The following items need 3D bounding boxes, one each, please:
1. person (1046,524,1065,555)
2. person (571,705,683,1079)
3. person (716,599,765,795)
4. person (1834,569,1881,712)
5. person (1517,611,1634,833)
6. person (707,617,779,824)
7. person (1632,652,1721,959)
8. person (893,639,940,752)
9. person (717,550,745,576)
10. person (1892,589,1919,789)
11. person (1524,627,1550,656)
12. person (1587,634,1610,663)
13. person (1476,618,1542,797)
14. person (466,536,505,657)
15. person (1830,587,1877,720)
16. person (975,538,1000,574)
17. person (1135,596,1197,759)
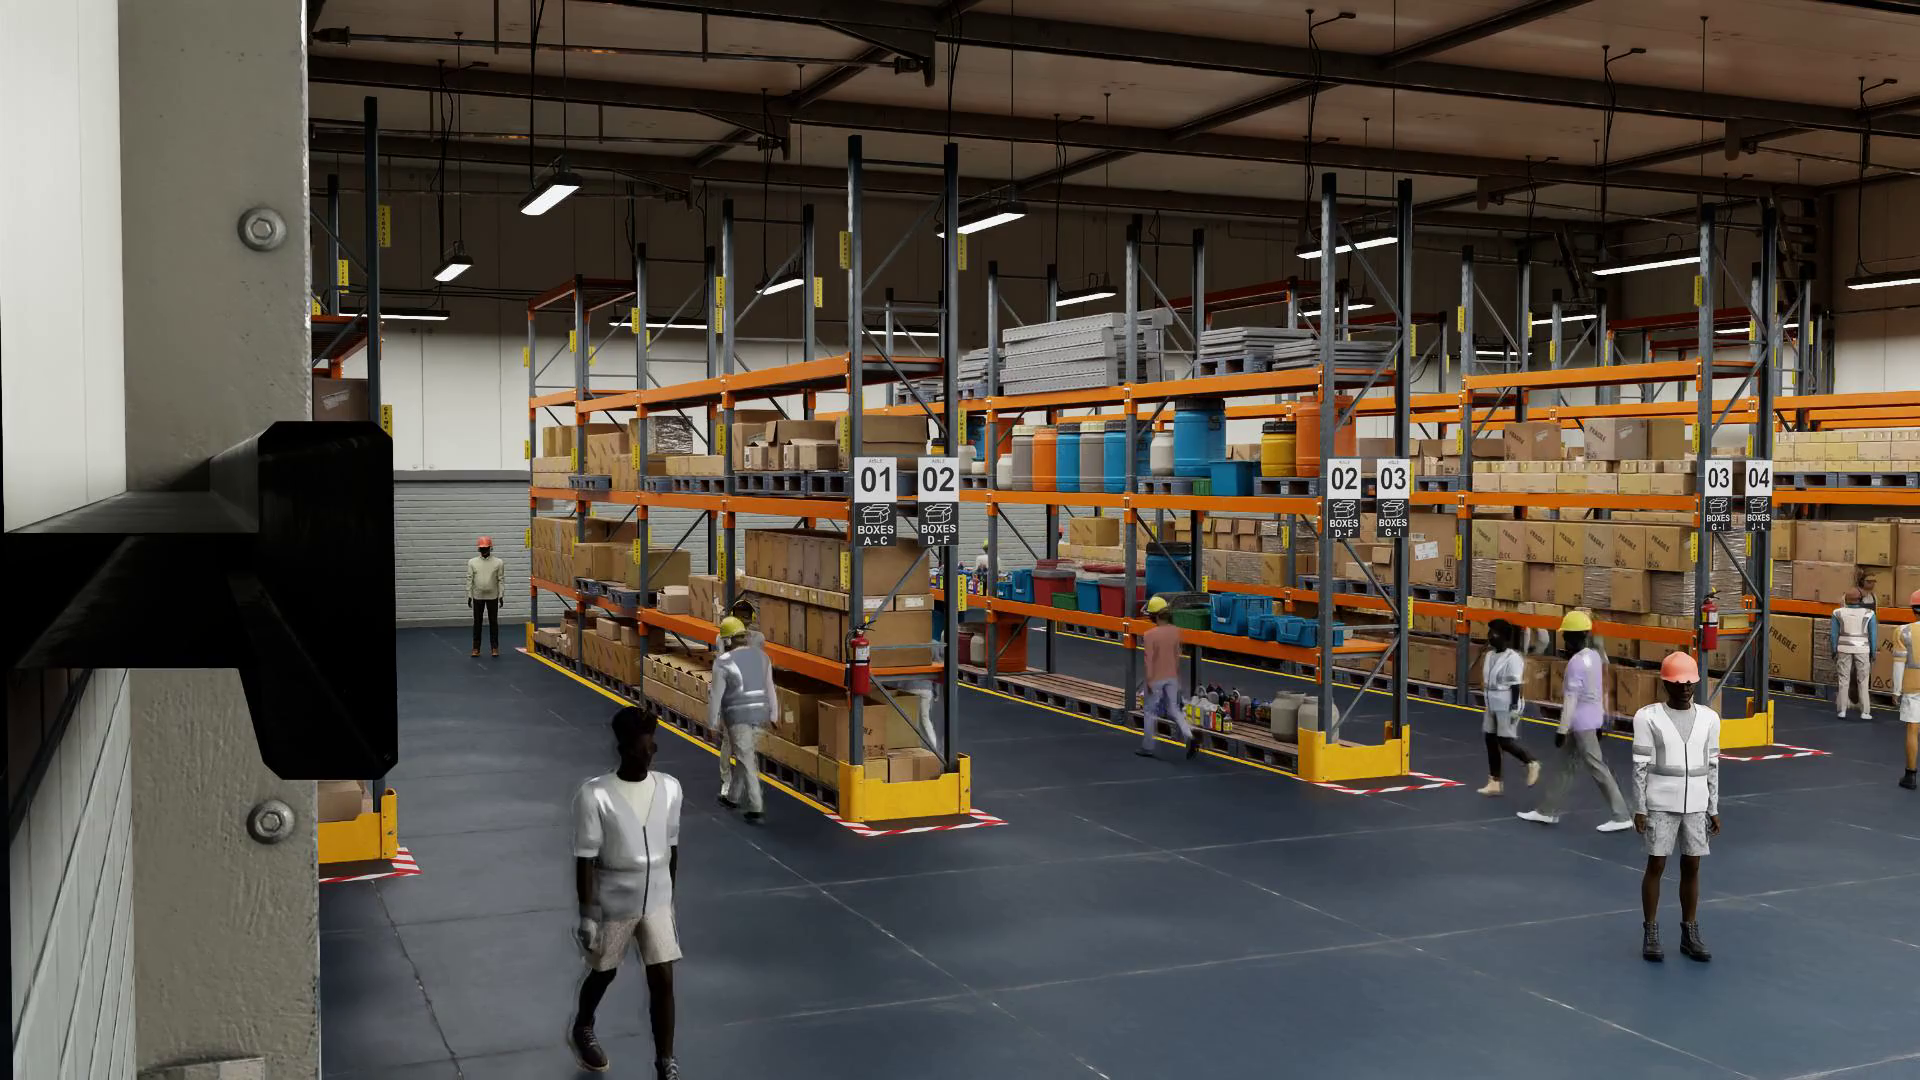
[{"bbox_3d":[2.107,0.631,38.429,0.547,1.937,0.360,2,3,42],"label":"person"},{"bbox_3d":[-1.670,1.770,8.931,0.614,1.927,0.999,-2,3,-36],"label":"person"},{"bbox_3d":[-2.067,1.490,16.959,0.519,1.865,0.327,-1,2,-24],"label":"person"},{"bbox_3d":[11.494,1.281,22.844,0.528,1.830,0.405,-1,2,-28],"label":"person"},{"bbox_3d":[5.311,1.547,15.338,0.984,1.877,0.604,1,3,29],"label":"person"},{"bbox_3d":[-1.983,1.571,15.818,0.887,1.782,0.614,2,3,44],"label":"person"},{"bbox_3d":[4.534,1.670,11.315,0.550,1.937,0.357,0,2,0],"label":"person"},{"bbox_3d":[-0.441,1.552,18.498,0.500,1.620,0.394,-1,2,-25],"label":"person"},{"bbox_3d":[-3.490,1.067,27.169,0.594,1.926,0.366,-1,2,-26],"label":"person"},{"bbox_3d":[9.338,1.441,17.383,0.542,1.931,0.375,1,2,18],"label":"person"},{"bbox_3d":[8.443,1.125,26.434,0.592,1.866,0.492,-1,2,-24],"label":"person"},{"bbox_3d":[9.424,1.174,26.306,0.601,1.776,0.936,-1,3,-32],"label":"person"},{"bbox_3d":[5.179,1.577,16.928,0.524,1.685,0.534,-1,2,-19],"label":"person"},{"bbox_3d":[-7.881,0.935,29.755,0.614,1.994,0.381,0,2,-10],"label":"person"},{"bbox_3d":[11.040,1.404,22.134,0.517,1.636,0.314,1,3,34],"label":"person"},{"bbox_3d":[0.553,0.844,35.139,0.539,1.750,0.578,-1,2,-26],"label":"person"},{"bbox_3d":[2.188,1.467,19.112,0.525,1.739,0.742,-1,3,-32],"label":"person"}]
